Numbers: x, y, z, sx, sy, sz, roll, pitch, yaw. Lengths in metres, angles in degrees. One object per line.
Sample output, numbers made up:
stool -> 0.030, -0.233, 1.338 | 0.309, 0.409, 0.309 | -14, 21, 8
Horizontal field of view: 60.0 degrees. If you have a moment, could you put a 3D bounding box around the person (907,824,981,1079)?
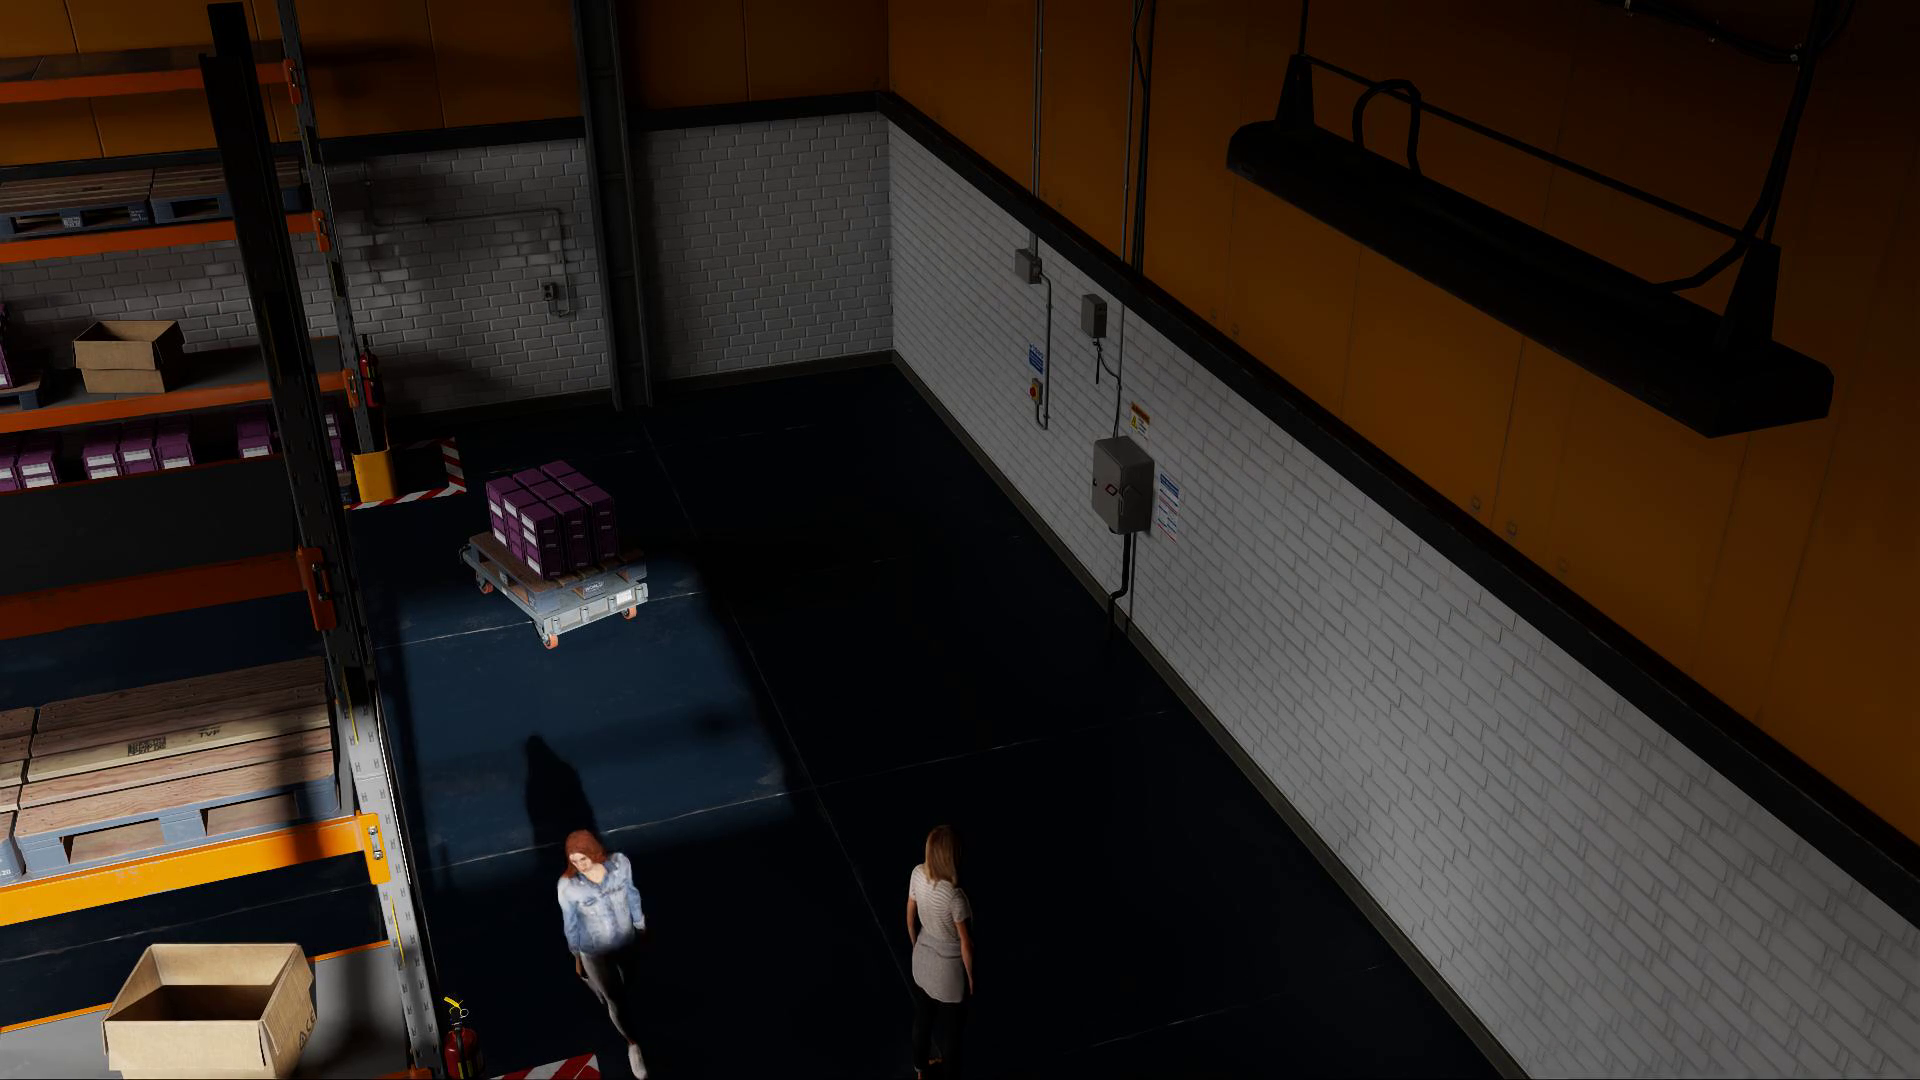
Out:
person -> -0.099, 2.305, 9.005 | 0.682, 1.823, 0.683 | 23, 36, 35

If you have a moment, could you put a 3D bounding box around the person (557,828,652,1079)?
person -> -2.013, 2.226, 9.307 | 1.029, 1.673, 0.887 | -23, 36, -36
